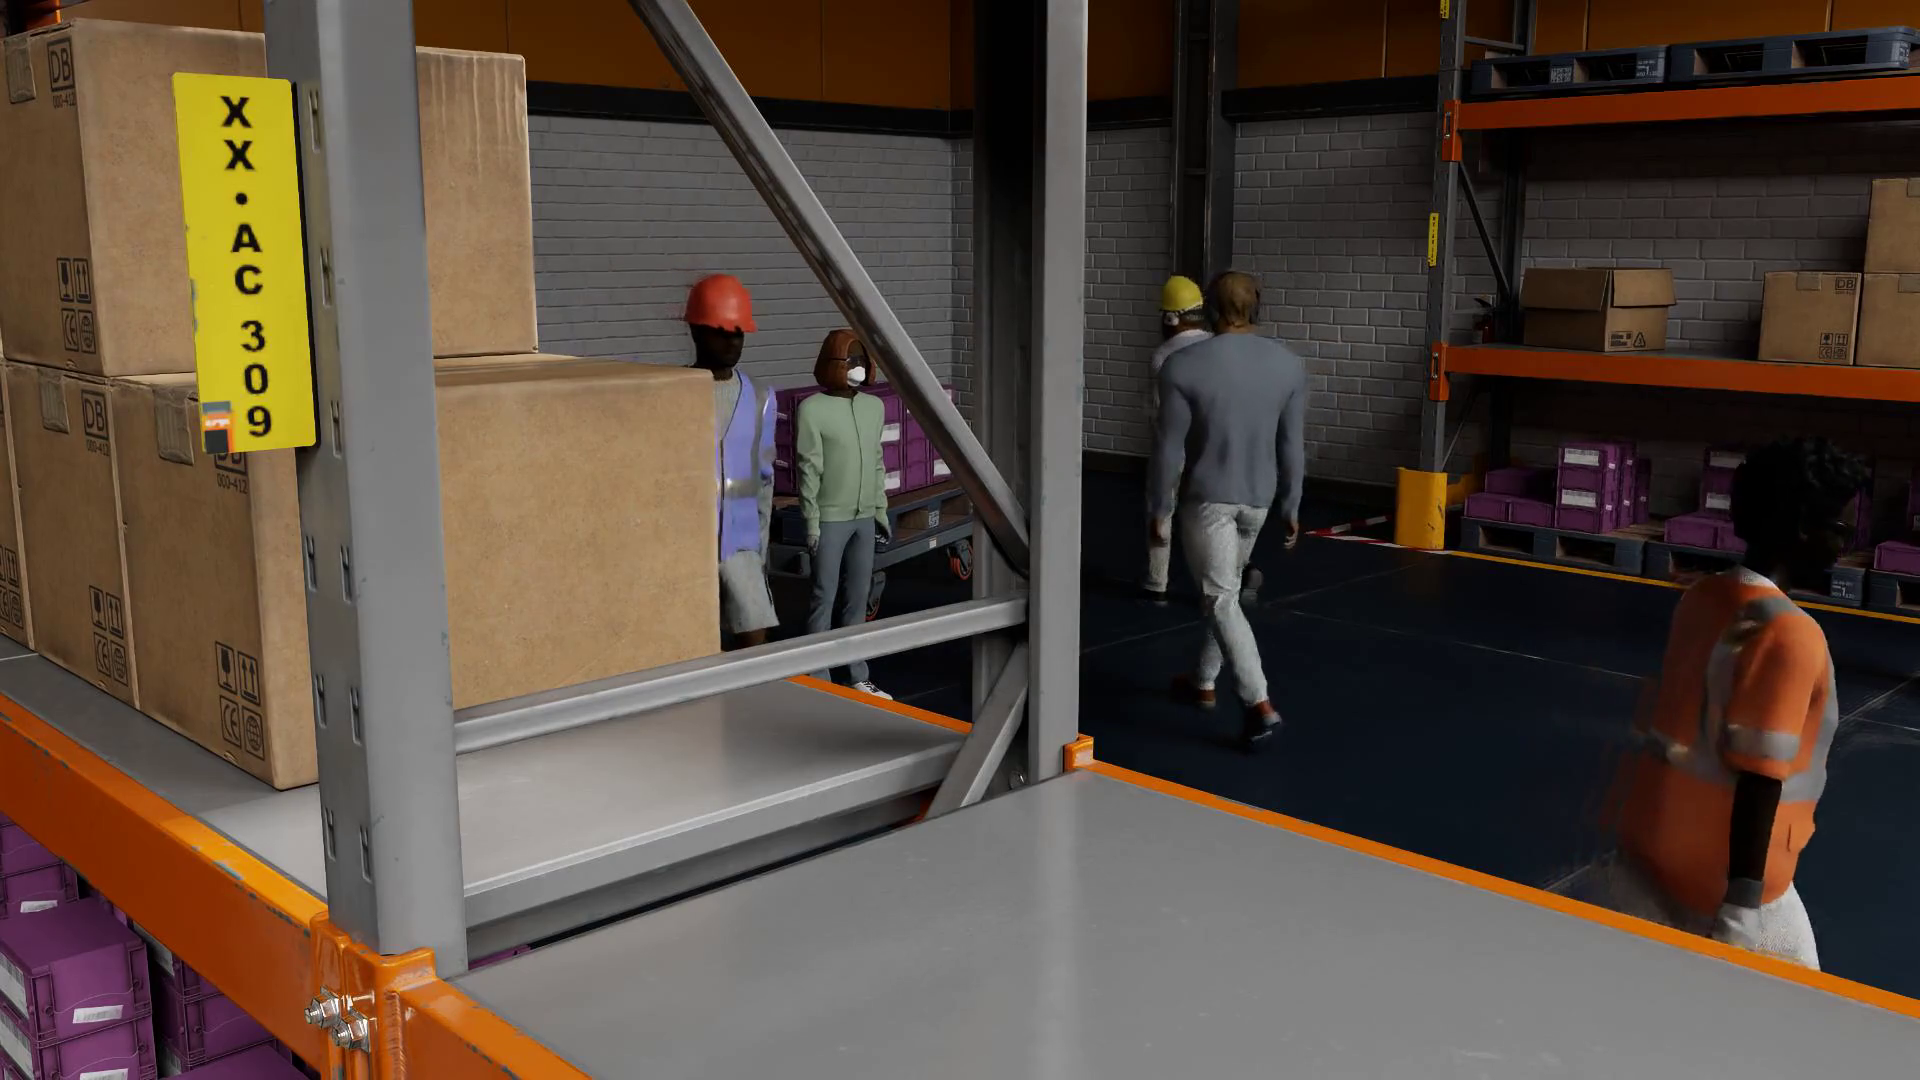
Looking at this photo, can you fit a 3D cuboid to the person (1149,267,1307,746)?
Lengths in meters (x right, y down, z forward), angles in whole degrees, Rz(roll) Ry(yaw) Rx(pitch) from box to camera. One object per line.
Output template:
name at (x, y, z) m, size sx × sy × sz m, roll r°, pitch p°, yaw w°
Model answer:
person at (1.105, -0.150, 6.757) m, size 0.637 × 1.902 × 1.002 m, roll -3°, pitch 11°, yaw -18°

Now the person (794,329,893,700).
person at (-0.488, -0.075, 7.066) m, size 0.285 × 1.633 × 0.499 m, roll 9°, pitch 14°, yaw 40°

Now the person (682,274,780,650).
person at (-0.883, 0.011, 5.915) m, size 0.555 × 1.897 × 0.960 m, roll -5°, pitch 12°, yaw -27°

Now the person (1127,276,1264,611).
person at (1.262, -0.499, 8.887) m, size 0.581 × 1.812 × 0.775 m, roll -8°, pitch 13°, yaw -36°

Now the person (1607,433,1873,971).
person at (1.549, 0.621, 3.191) m, size 0.836 × 1.648 × 0.551 m, roll 0°, pitch 10°, yaw 3°
